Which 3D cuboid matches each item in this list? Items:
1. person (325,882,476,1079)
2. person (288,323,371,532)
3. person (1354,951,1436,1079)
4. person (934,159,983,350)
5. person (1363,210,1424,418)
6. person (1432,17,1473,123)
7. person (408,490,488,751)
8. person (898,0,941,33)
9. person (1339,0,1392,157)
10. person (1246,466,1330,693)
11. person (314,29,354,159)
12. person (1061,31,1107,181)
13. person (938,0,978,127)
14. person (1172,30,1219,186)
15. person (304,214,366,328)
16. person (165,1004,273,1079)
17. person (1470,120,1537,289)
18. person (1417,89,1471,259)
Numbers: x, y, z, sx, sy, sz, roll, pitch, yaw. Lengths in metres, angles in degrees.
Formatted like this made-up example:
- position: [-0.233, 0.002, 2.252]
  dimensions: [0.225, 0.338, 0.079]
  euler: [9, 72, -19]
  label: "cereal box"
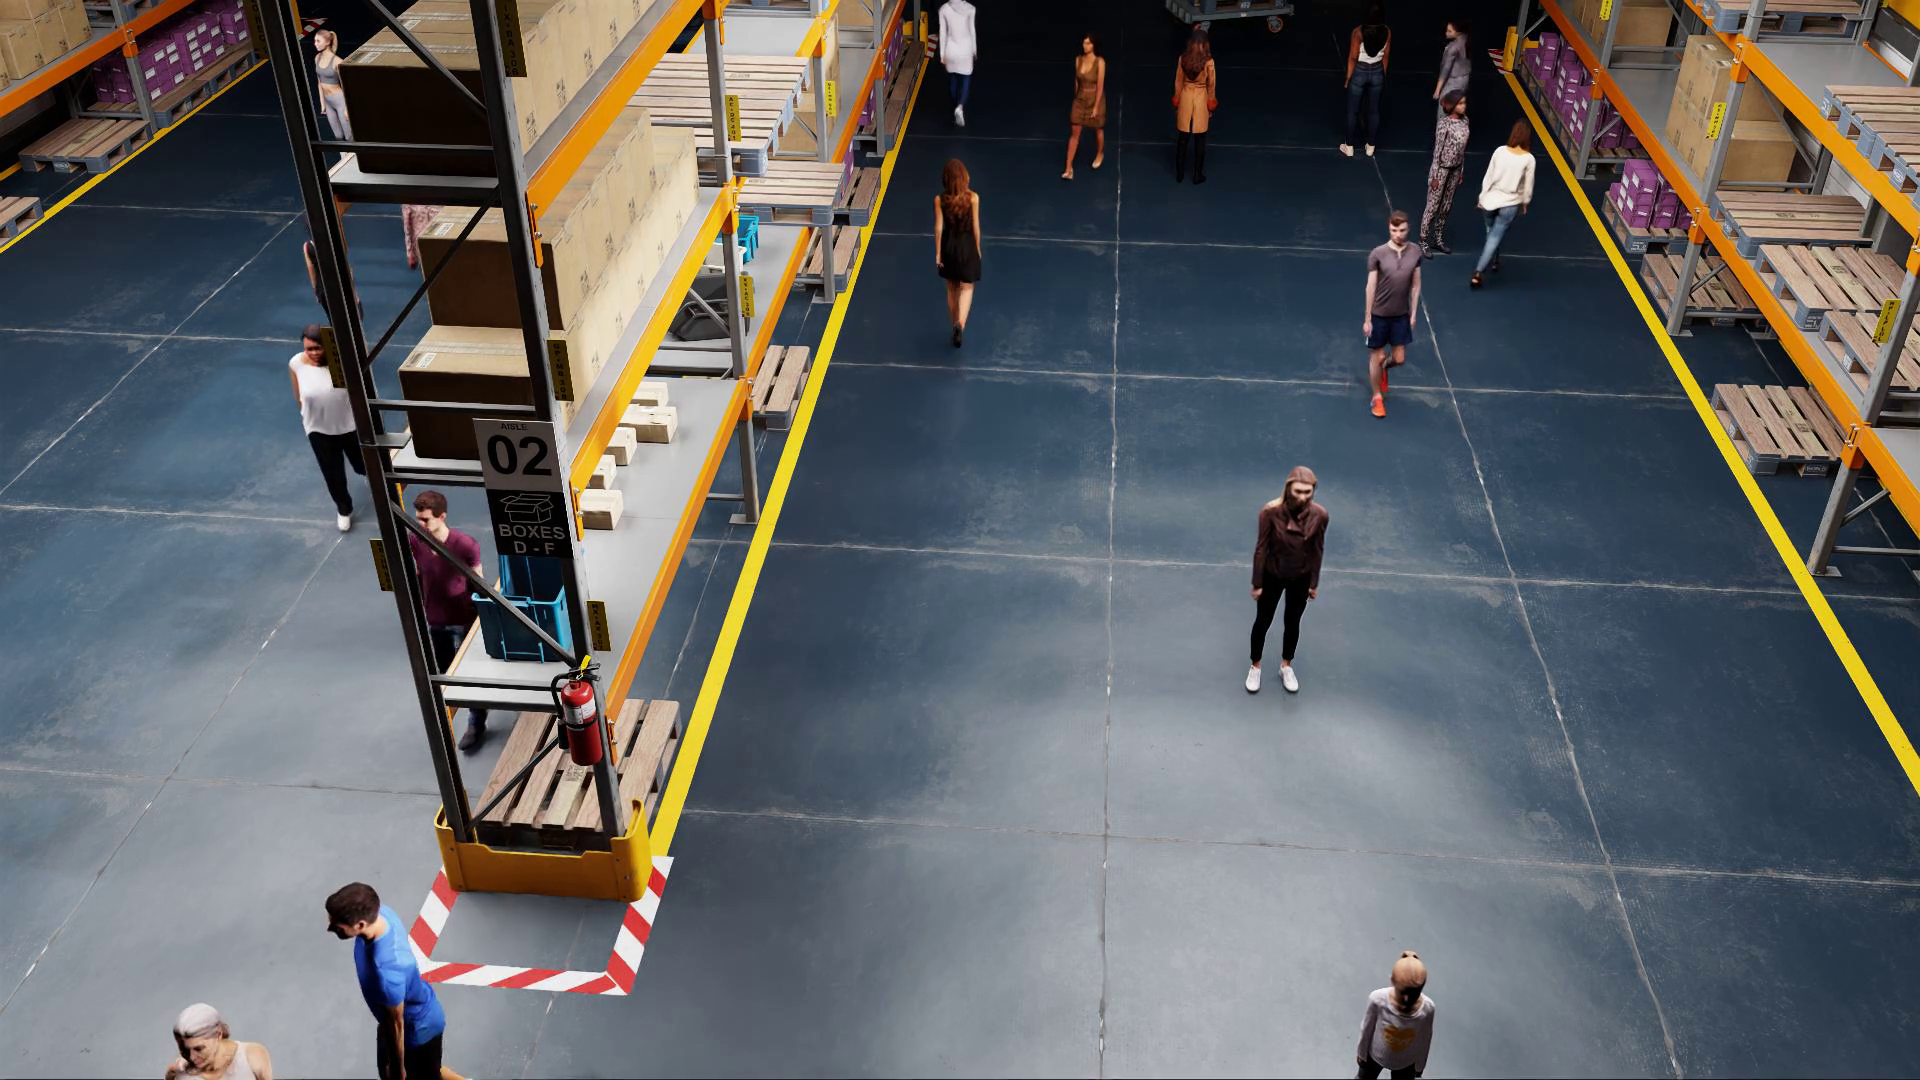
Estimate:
- position: [-2.499, 2.243, 7.815]
  dimensions: [0.873, 1.847, 0.826]
  euler: [-19, 38, -26]
  label: "person"
- position: [-4.774, -0.926, 12.742]
  dimensions: [0.767, 1.670, 0.943]
  euler: [-4, 34, -6]
  label: "person"
- position: [2.075, 2.459, 8.007]
  dimensions: [0.496, 1.275, 0.499]
  euler: [6, 34, 9]
  label: "person"
- position: [-0.014, -2.502, 14.980]
  dimensions: [0.595, 1.818, 0.898]
  euler: [2, 34, 2]
  label: "person"
- position: [3.611, -1.959, 14.145]
  dimensions: [0.722, 1.837, 0.805]
  euler: [-5, 34, -7]
  label: "person"
- position: [5.754, -5.251, 19.268]
  dimensions: [0.788, 1.649, 0.869]
  euler: [-18, 37, -24]
  label: "person"
- position: [-3.155, 0.436, 10.544]
  dimensions: [0.769, 1.835, 0.985]
  euler: [10, 35, 14]
  label: "person"
- position: [-0.643, -8.046, 23.304]
  dimensions: [0.970, 1.837, 1.254]
  euler: [11, 35, 17]
  label: "person"
- position: [4.715, -5.352, 19.277]
  dimensions: [0.646, 1.808, 0.610]
  euler: [0, 34, 0]
  label: "person"
- position: [2.141, 0.248, 10.944]
  dimensions: [0.618, 1.706, 0.519]
  euler: [0, 34, 1]
  label: "person"
- position: [-6.975, -4.872, 18.649]
  dimensions: [0.646, 1.703, 0.641]
  euler: [15, 37, 22]
  label: "person"
- position: [1.511, -4.900, 18.752]
  dimensions: [0.902, 1.636, 1.141]
  euler: [20, 38, 27]
  label: "person"
- position: [-0.023, -5.830, 20.037]
  dimensions: [0.637, 1.762, 0.892]
  euler: [4, 34, 5]
  label: "person"
- position: [2.614, -4.836, 18.573]
  dimensions: [0.746, 1.727, 0.700]
  euler: [13, 36, 19]
  label: "person"
- position: [-5.554, -2.179, 14.745]
  dimensions: [0.567, 1.539, 0.678]
  euler: [1, 34, 1]
  label: "person"
- position: [-3.155, 2.607, 7.411]
  dimensions: [0.763, 1.688, 0.961]
  euler: [-6, 34, -9]
  label: "person"
- position: [5.246, -3.229, 16.229]
  dimensions: [0.928, 1.645, 1.025]
  euler: [25, 41, 32]
  label: "person"
- position: [4.939, -3.734, 16.932]
  dimensions: [0.685, 1.710, 0.728]
  euler: [-17, 37, -23]
  label: "person"
